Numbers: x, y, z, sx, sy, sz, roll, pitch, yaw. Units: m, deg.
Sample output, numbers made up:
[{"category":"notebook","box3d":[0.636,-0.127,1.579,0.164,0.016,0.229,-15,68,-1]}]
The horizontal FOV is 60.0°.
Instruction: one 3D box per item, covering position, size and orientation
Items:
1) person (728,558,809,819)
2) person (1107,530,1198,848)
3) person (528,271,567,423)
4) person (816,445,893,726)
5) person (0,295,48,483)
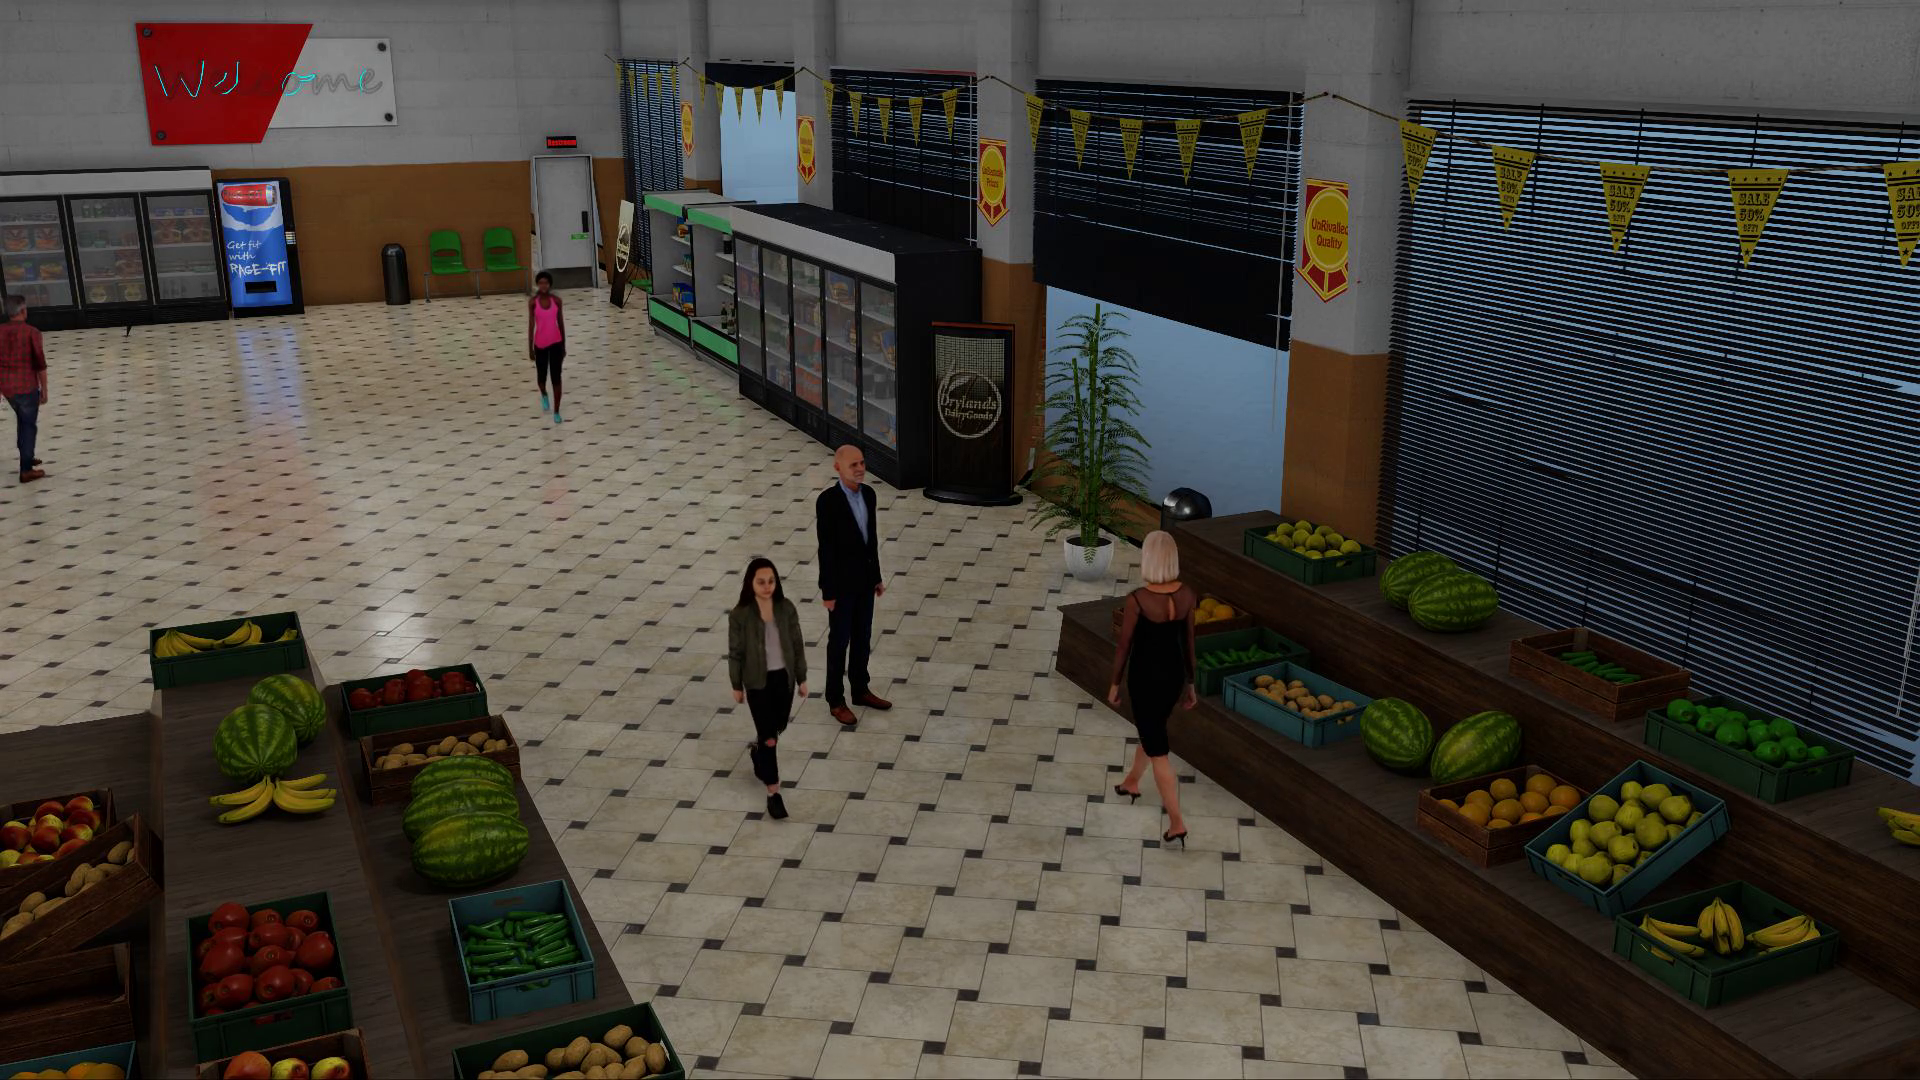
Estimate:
[{"category":"person","box3d":[-1.114,0.804,9.532,0.575,1.445,0.943,-8,19,-25]},{"category":"person","box3d":[1.090,0.837,8.982,0.602,1.701,1.029,-7,18,-23]},{"category":"person","box3d":[-4.730,-2.219,19.058,0.661,1.695,1.125,-5,18,-16]},{"category":"person","box3d":[-0.707,0.258,10.717,0.742,1.800,0.761,14,22,38]},{"category":"person","box3d":[-9.359,-1.493,16.485,0.907,1.800,0.990,1,17,4]}]
